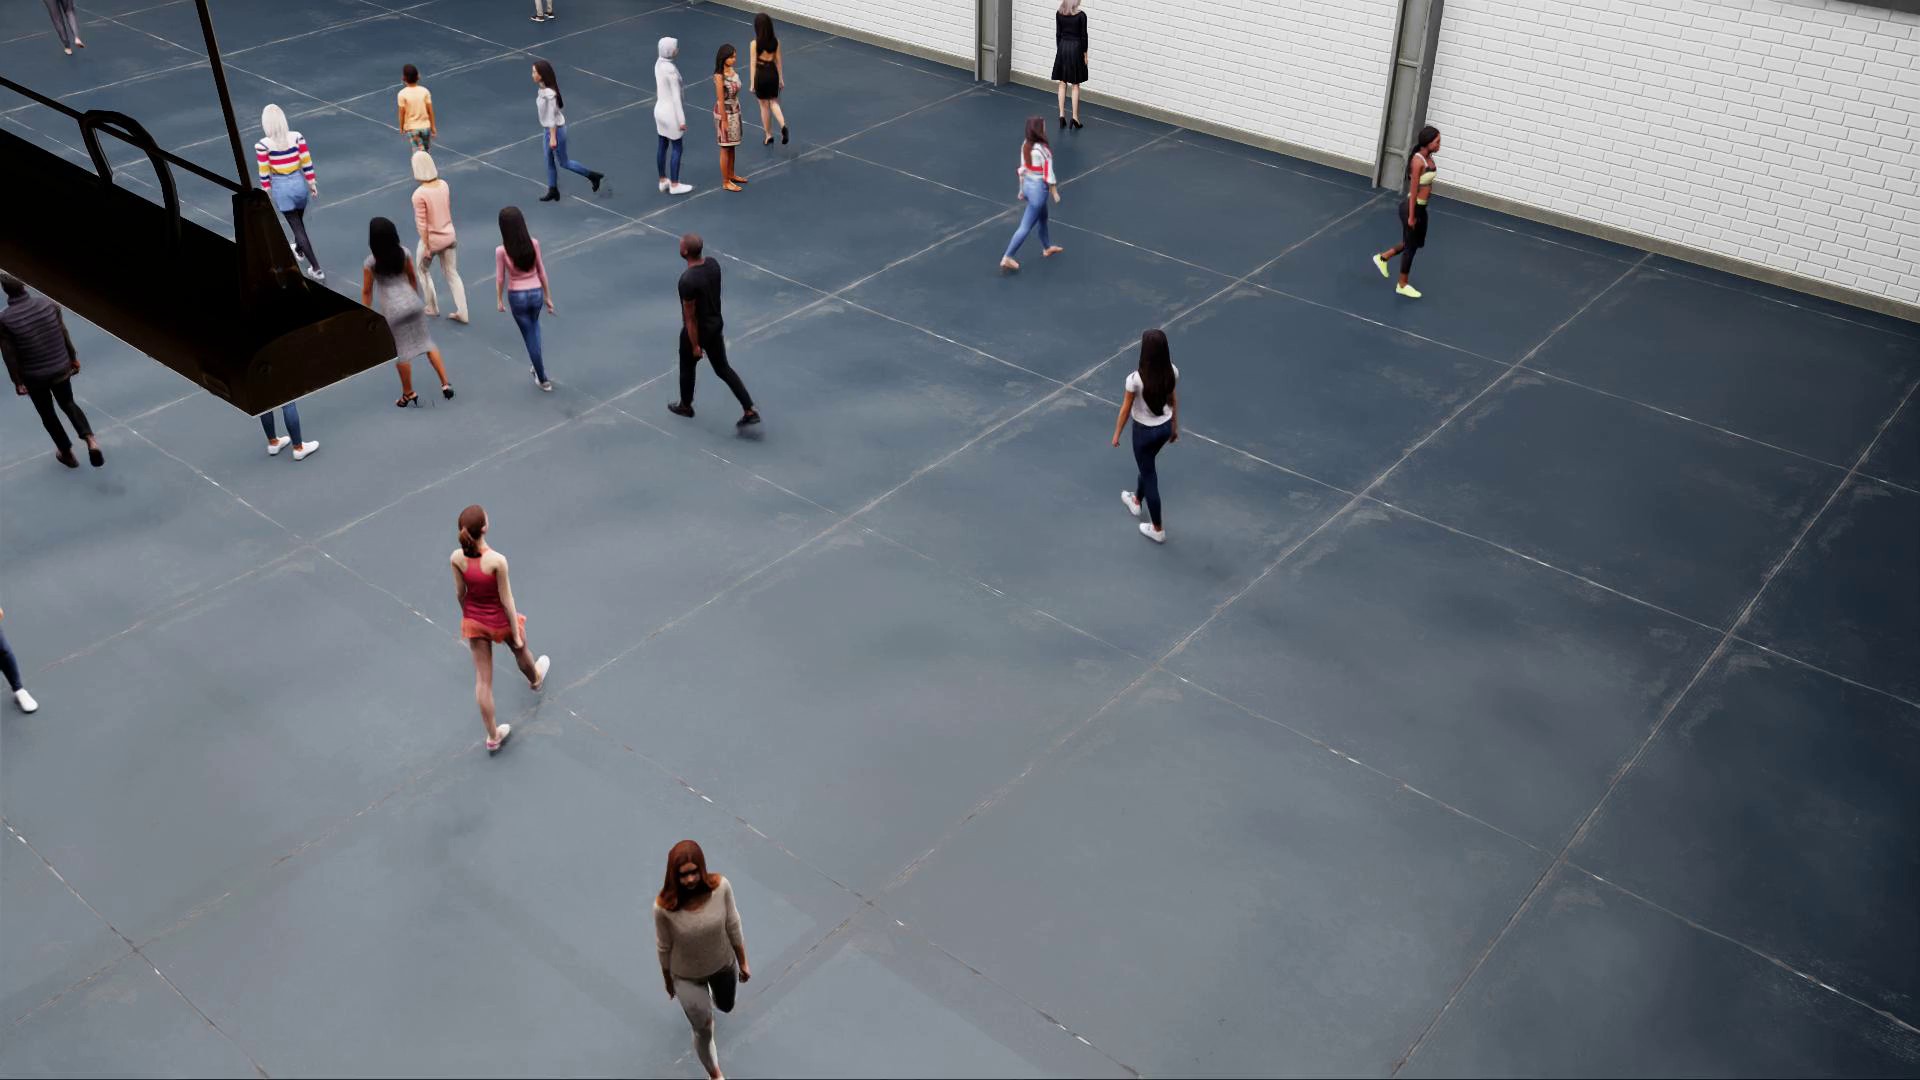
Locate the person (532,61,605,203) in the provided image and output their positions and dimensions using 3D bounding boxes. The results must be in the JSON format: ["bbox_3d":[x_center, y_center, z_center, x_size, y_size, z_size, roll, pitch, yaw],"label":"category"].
[{"bbox_3d":[-4.428,-4.539,18.547,0.941,1.608,1.004,-12,36,-18],"label":"person"}]

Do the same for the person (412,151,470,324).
[{"bbox_3d":[-4.943,-2.861,15.936,0.842,1.703,0.690,17,37,24],"label":"person"}]

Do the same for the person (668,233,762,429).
[{"bbox_3d":[-2.097,-1.730,14.168,1.269,1.776,0.801,19,38,26],"label":"person"}]

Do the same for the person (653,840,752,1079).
[{"bbox_3d":[-1.327,2.106,8.471,0.847,1.695,1.093,-15,37,-22],"label":"person"}]

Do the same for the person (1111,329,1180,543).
[{"bbox_3d":[1.519,-0.759,12.727,0.803,1.755,0.976,-19,38,-26],"label":"person"}]

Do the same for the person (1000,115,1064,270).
[{"bbox_3d":[0.707,-3.528,17.053,0.881,1.578,1.090,-19,38,-26],"label":"person"}]

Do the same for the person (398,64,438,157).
[{"bbox_3d":[-6.112,-4.615,18.820,0.666,1.432,1.020,-23,40,-30],"label":"person"}]

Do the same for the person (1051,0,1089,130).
[{"bbox_3d":[1.376,-5.974,20.580,0.572,1.746,0.711,16,37,23],"label":"person"}]

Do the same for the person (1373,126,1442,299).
[{"bbox_3d":[4.426,-3.277,16.528,0.820,1.742,0.597,22,39,29],"label":"person"}]

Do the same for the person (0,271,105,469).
[{"bbox_3d":[-7.404,-1.338,13.541,0.930,1.819,0.695,24,41,32],"label":"person"}]

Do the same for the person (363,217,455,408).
[{"bbox_3d":[-4.855,-1.985,14.545,0.695,1.784,0.813,22,39,29],"label":"person"}]

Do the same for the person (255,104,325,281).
[{"bbox_3d":[-6.743,-3.478,16.812,0.794,1.763,1.155,-25,41,-32],"label":"person"}]

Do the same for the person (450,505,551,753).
[{"bbox_3d":[-3.055,0.600,10.721,1.094,1.713,1.032,3,34,5],"label":"person"}]

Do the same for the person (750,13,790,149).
[{"bbox_3d":[-2.272,-5.450,19.889,0.688,1.639,0.848,-20,39,-27],"label":"person"}]

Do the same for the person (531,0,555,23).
[{"bbox_3d":[-6.234,-8.413,24.529,0.484,1.438,0.521,23,40,31],"label":"person"}]

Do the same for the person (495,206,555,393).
[{"bbox_3d":[-3.828,-2.108,14.777,0.701,1.732,0.775,-21,39,-28],"label":"person"}]

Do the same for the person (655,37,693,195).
[{"bbox_3d":[-3.305,-4.783,18.769,0.751,1.768,0.633,-19,38,-26],"label":"person"}]

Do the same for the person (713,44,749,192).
[{"bbox_3d":[-2.651,-4.837,18.965,0.700,1.642,0.725,7,34,11],"label":"person"}]

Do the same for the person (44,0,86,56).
[{"bbox_3d":[-12.510,-7.581,22.995,0.686,1.751,0.710,-20,39,-27],"label":"person"}]
